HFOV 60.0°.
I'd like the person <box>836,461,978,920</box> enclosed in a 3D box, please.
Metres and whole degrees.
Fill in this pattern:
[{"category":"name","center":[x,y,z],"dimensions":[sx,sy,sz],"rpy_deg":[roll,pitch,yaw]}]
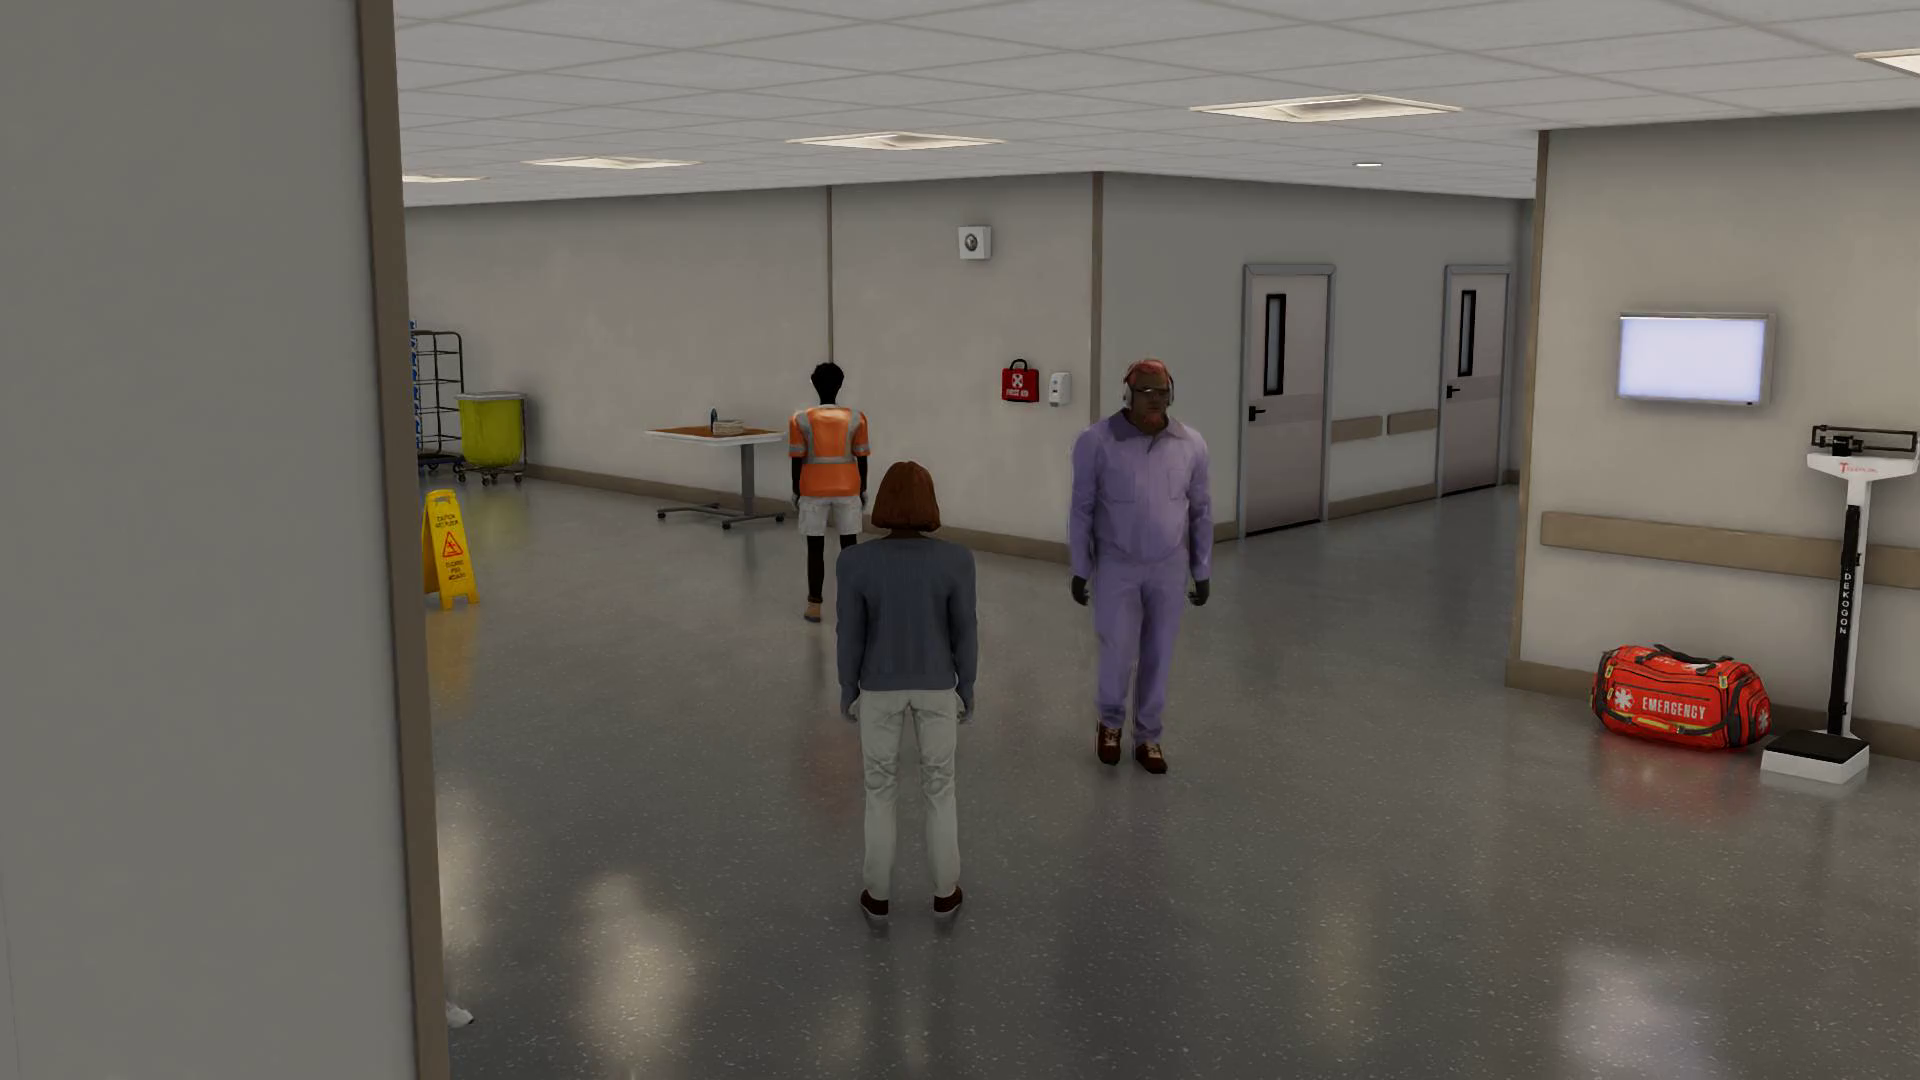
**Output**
[{"category":"person","center":[-0.186,0.535,5.876],"dimensions":[0.500,1.633,0.279],"rpy_deg":[-1,9,-3]}]

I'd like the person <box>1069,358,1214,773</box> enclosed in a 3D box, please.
[{"category":"person","center":[0.838,0.124,7.580],"dimensions":[0.670,1.894,0.431],"rpy_deg":[-2,9,-11]}]

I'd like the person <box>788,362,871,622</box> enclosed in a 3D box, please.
[{"category":"person","center":[-0.849,-0.308,10.851],"dimensions":[0.540,1.696,0.317],"rpy_deg":[-2,9,-11]}]
